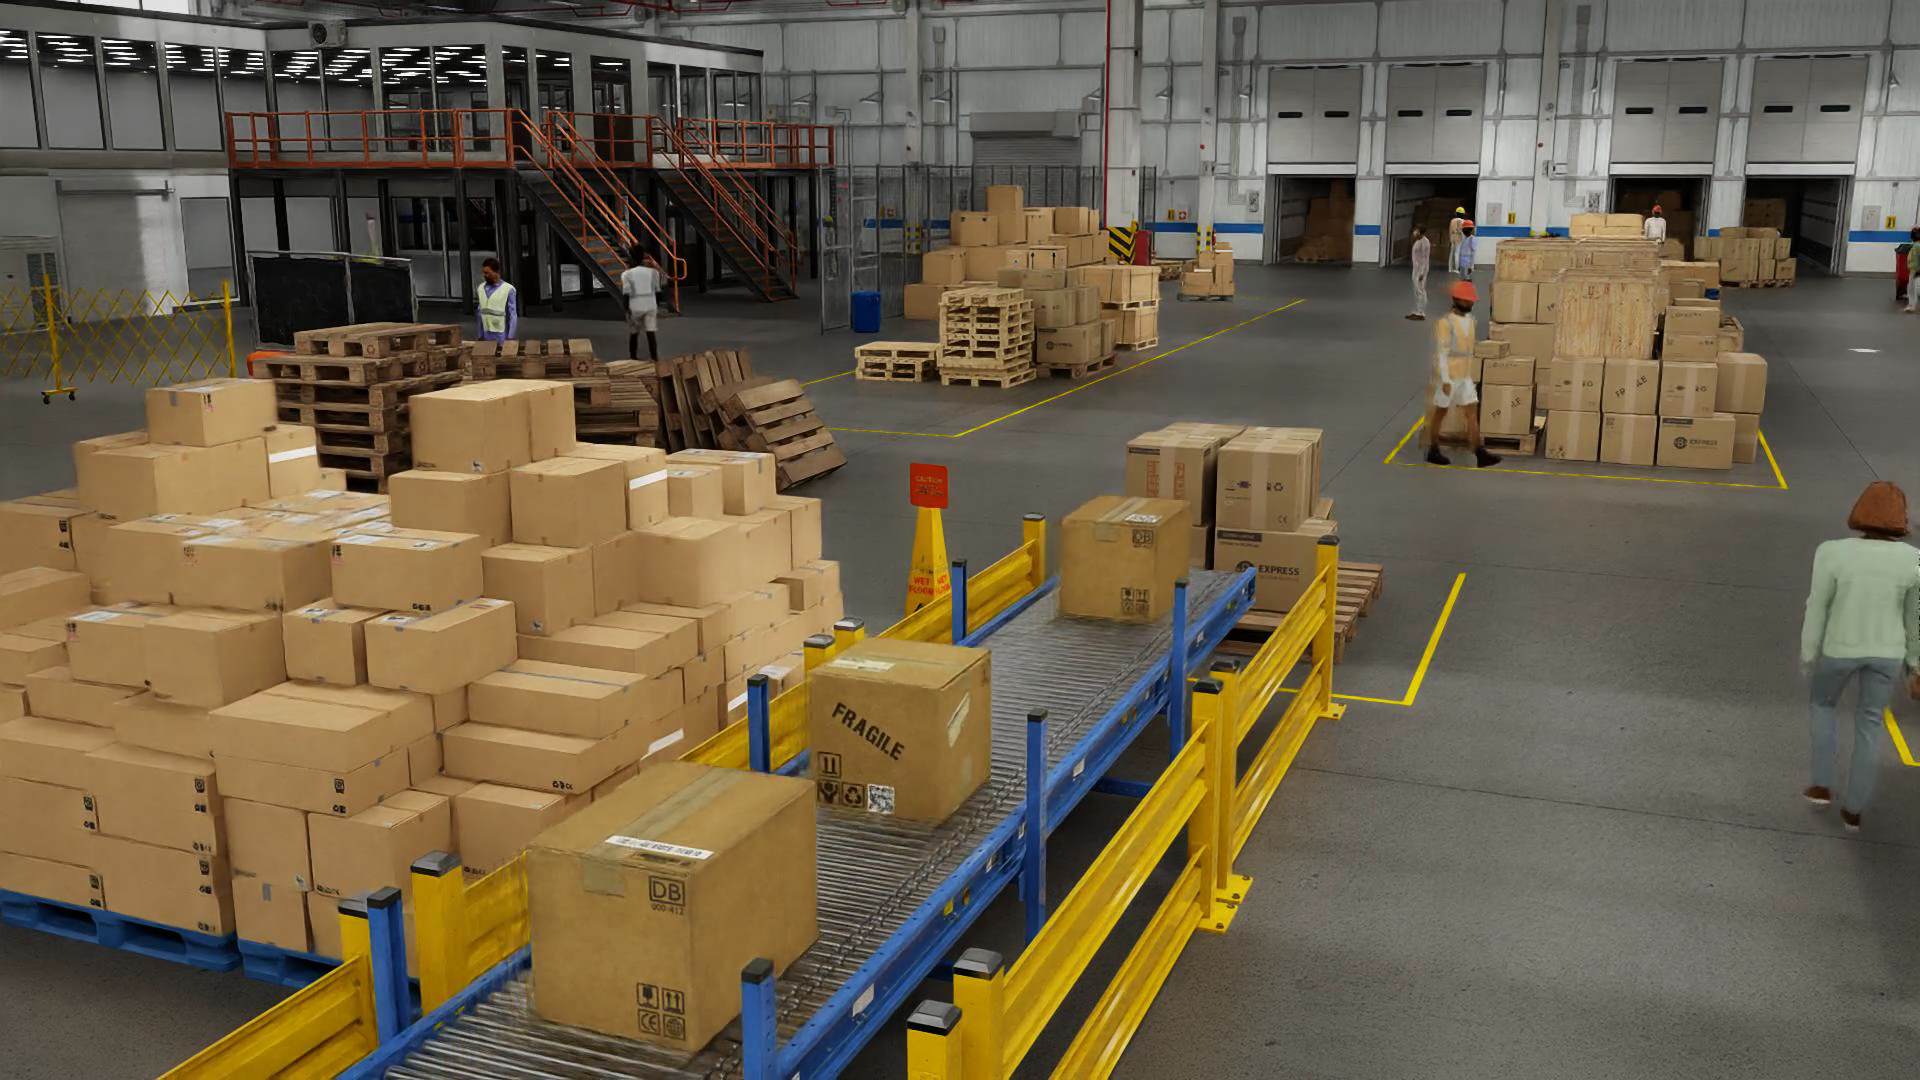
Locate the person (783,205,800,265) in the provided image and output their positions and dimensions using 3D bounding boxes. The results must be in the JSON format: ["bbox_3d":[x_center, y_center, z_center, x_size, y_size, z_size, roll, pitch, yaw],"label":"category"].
[{"bbox_3d":[-5.373,-9.763,53.228,0.613,1.900,1.014,-5,13,-21],"label":"person"}]

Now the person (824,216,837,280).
[{"bbox_3d":[-3.572,-8.016,45.715,0.306,1.745,0.483,-4,13,-19],"label":"person"}]

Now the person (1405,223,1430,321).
[{"bbox_3d":[9.256,-5.395,33.513,0.371,1.941,0.627,0,13,1],"label":"person"}]

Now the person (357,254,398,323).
[{"bbox_3d":[-9.052,-3.563,25.792,0.947,1.719,0.527,10,16,38],"label":"person"}]

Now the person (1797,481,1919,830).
[{"bbox_3d":[4.179,0.517,7.734,0.526,1.610,0.537,4,13,19],"label":"person"}]

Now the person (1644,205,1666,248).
[{"bbox_3d":[19.855,-8.556,47.565,0.611,1.996,0.378,1,13,4],"label":"person"}]

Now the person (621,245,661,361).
[{"bbox_3d":[-4.732,-3.427,24.765,0.608,1.919,1.021,-5,14,-23],"label":"person"}]

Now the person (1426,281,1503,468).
[{"bbox_3d":[5.102,-1.657,16.840,0.576,1.893,0.935,-7,15,-30],"label":"person"}]

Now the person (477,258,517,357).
[{"bbox_3d":[-5.863,-2.612,21.090,0.587,1.914,0.392,6,14,25],"label":"person"}]

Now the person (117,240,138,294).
[{"bbox_3d":[-19.082,-6.431,38.290,0.647,1.876,0.849,1,13,6],"label":"person"}]

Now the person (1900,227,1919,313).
[{"bbox_3d":[20.319,-5.676,35.084,0.645,1.813,0.644,5,14,21],"label":"person"}]

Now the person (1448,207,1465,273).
[{"bbox_3d":[14.580,-8.790,48.778,0.384,1.924,0.589,-5,14,-22],"label":"person"}]

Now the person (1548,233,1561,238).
[{"bbox_3d":[11.061,-4.862,31.373,0.941,1.836,0.530,-1,13,-6],"label":"person"}]

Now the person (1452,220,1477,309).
[{"bbox_3d":[10.986,-5.977,36.129,0.355,1.939,0.543,-2,13,-11],"label":"person"}]
